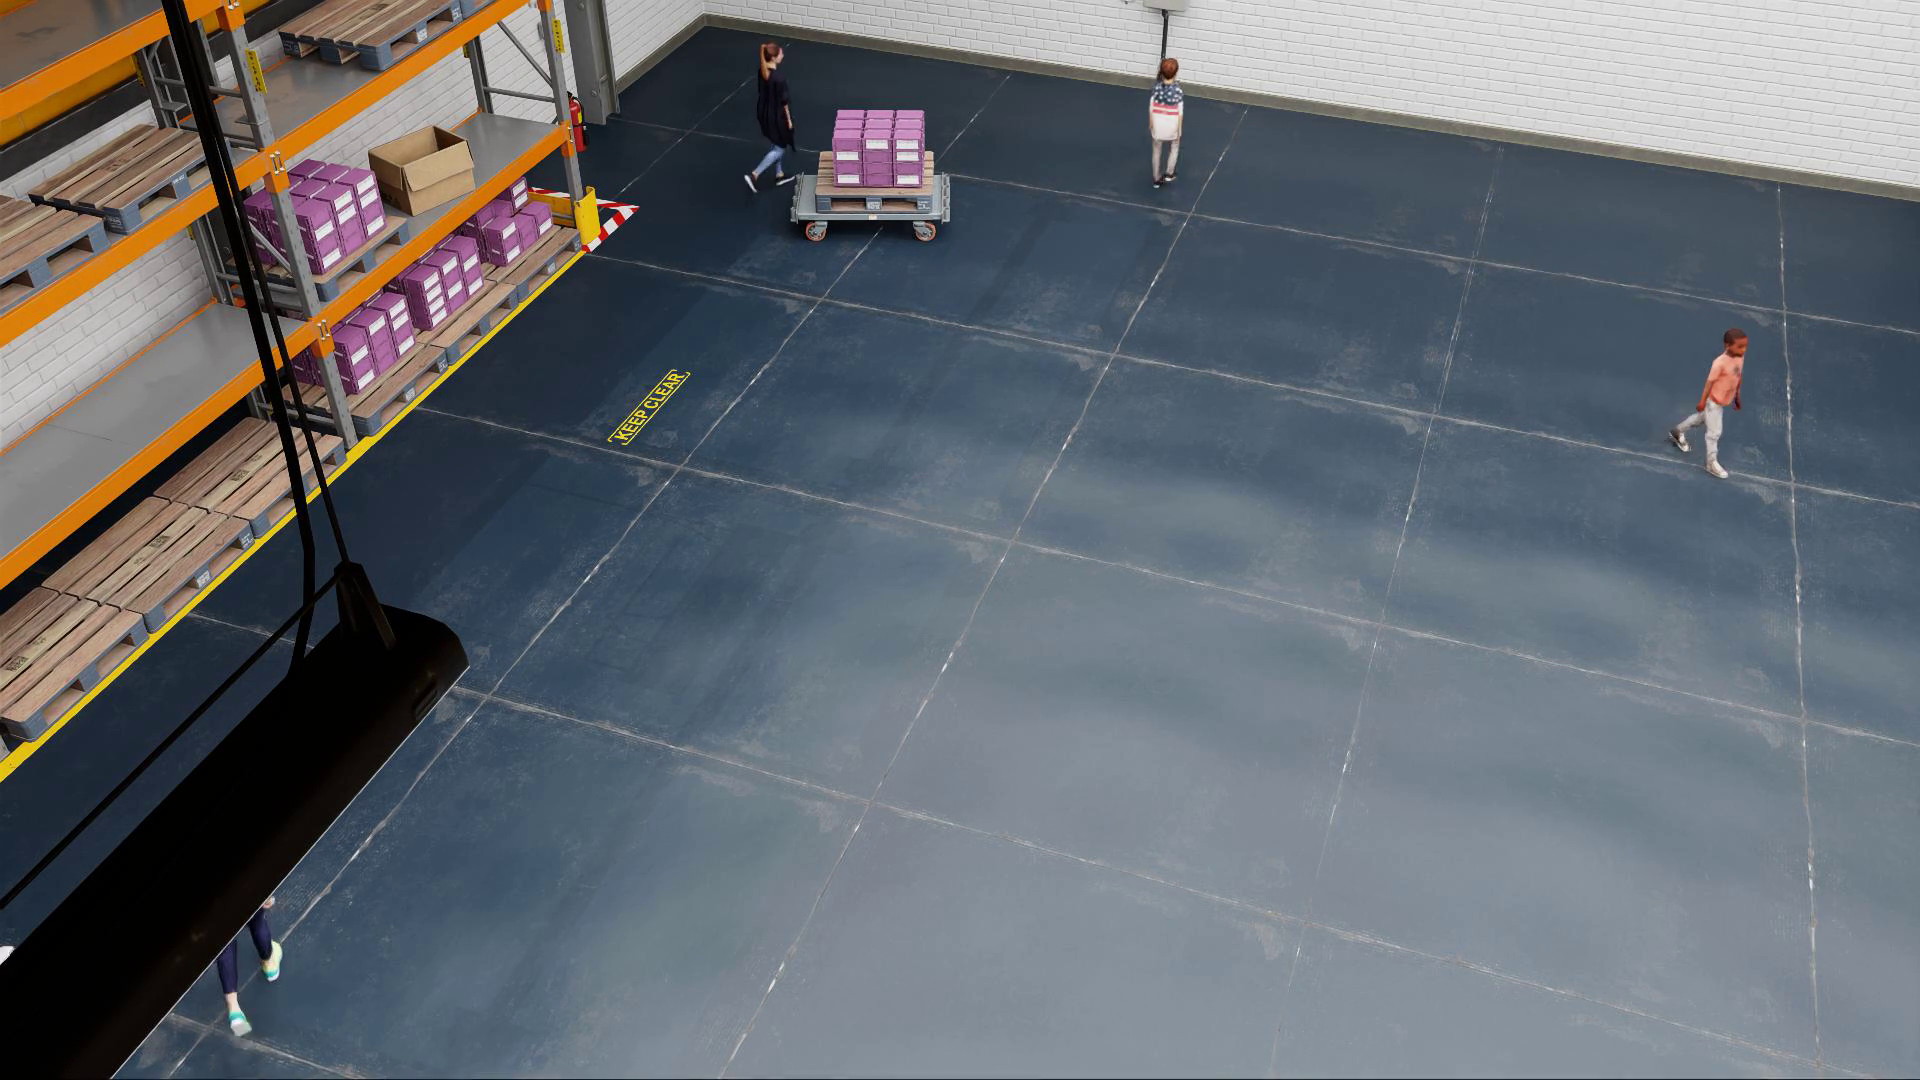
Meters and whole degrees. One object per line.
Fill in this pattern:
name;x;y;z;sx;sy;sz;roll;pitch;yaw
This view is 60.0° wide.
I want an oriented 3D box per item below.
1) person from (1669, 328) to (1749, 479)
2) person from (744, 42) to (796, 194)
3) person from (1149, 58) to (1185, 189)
person;6.310;-1.231;13.971;0.881;1.294;0.896;-20;43;-23
person;-2.026;-4.459;17.711;1.048;1.669;0.926;-28;46;-31
person;2.204;-4.467;17.911;0.531;1.433;0.585;12;40;15
